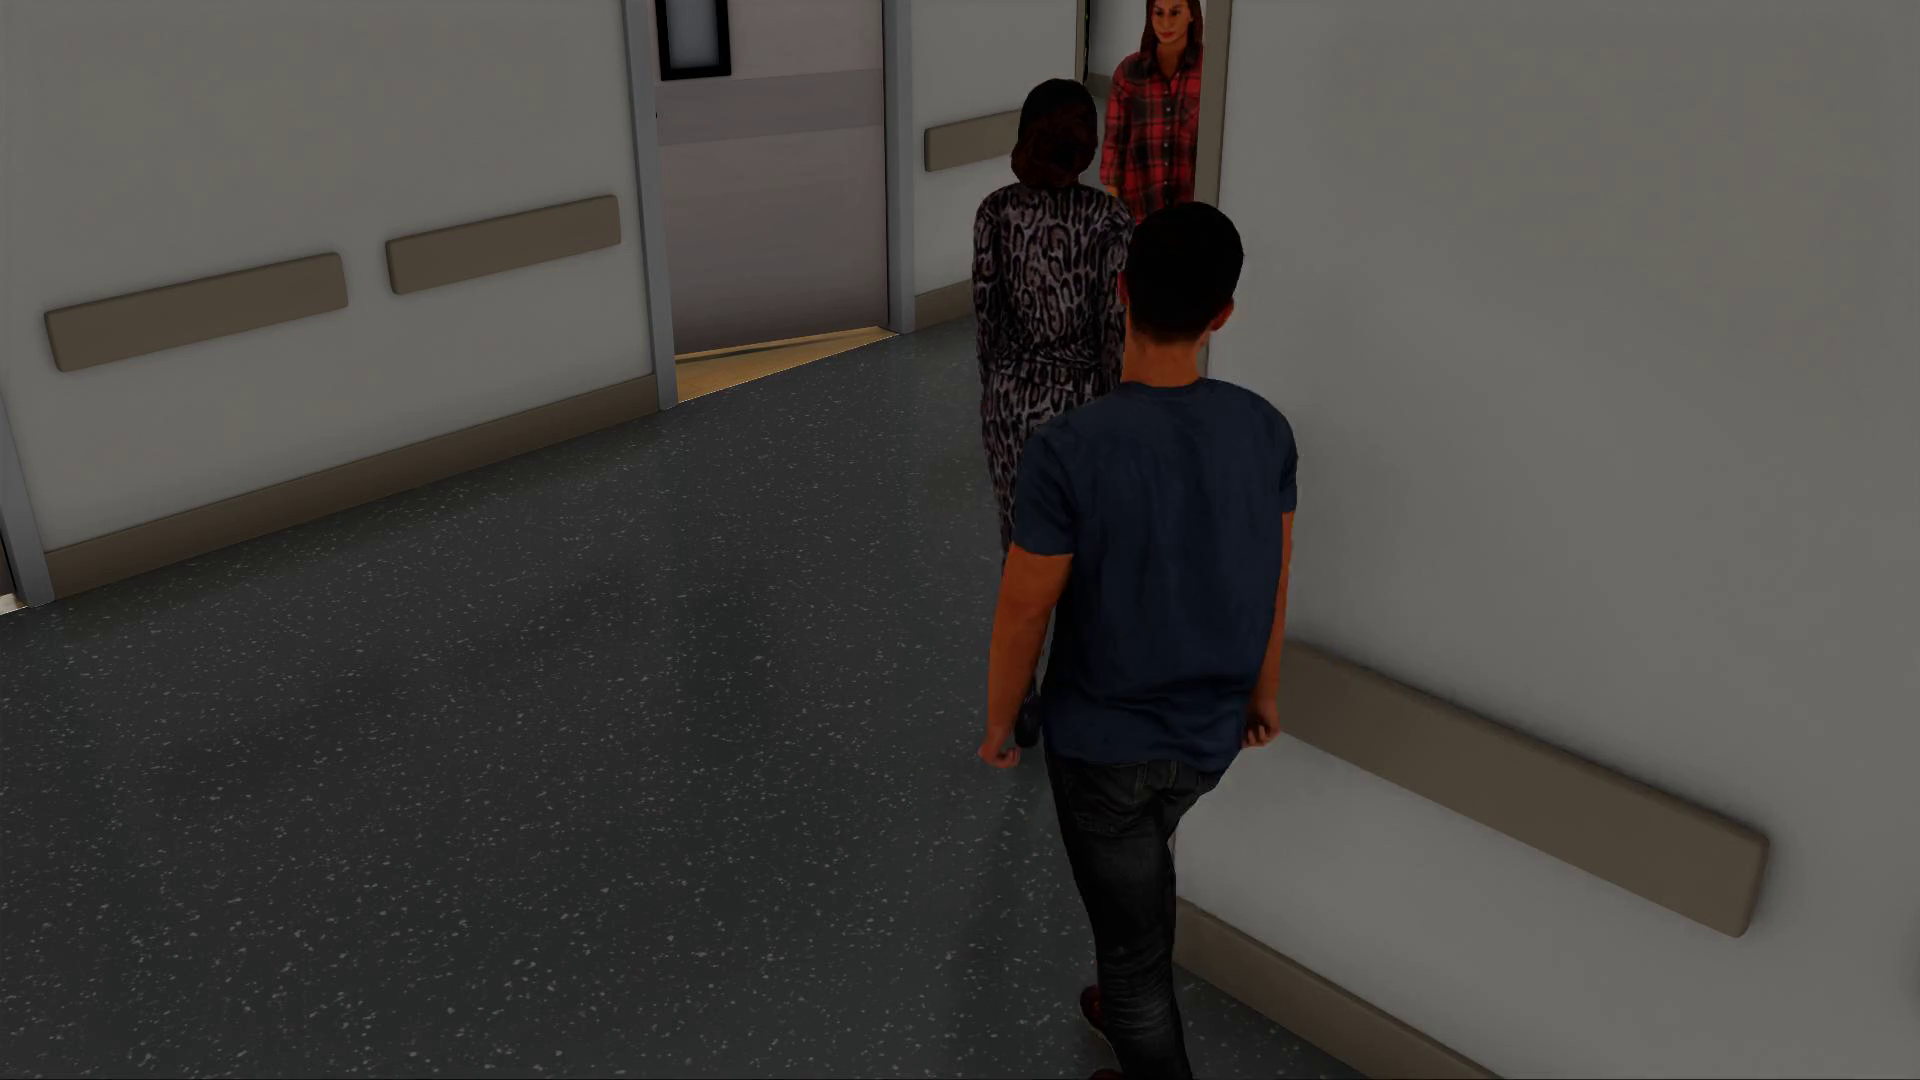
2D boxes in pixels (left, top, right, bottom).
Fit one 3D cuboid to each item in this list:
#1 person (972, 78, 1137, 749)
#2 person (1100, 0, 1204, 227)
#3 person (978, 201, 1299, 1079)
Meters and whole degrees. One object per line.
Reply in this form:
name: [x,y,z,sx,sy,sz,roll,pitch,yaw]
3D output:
person: [0.209,-0.272,4.277,1.026,1.660,1.213,5,26,10]
person: [0.797,-1.279,6.358,0.959,1.667,1.128,5,26,11]
person: [0.360,0.363,2.820,0.780,1.782,0.856,-12,28,-23]
